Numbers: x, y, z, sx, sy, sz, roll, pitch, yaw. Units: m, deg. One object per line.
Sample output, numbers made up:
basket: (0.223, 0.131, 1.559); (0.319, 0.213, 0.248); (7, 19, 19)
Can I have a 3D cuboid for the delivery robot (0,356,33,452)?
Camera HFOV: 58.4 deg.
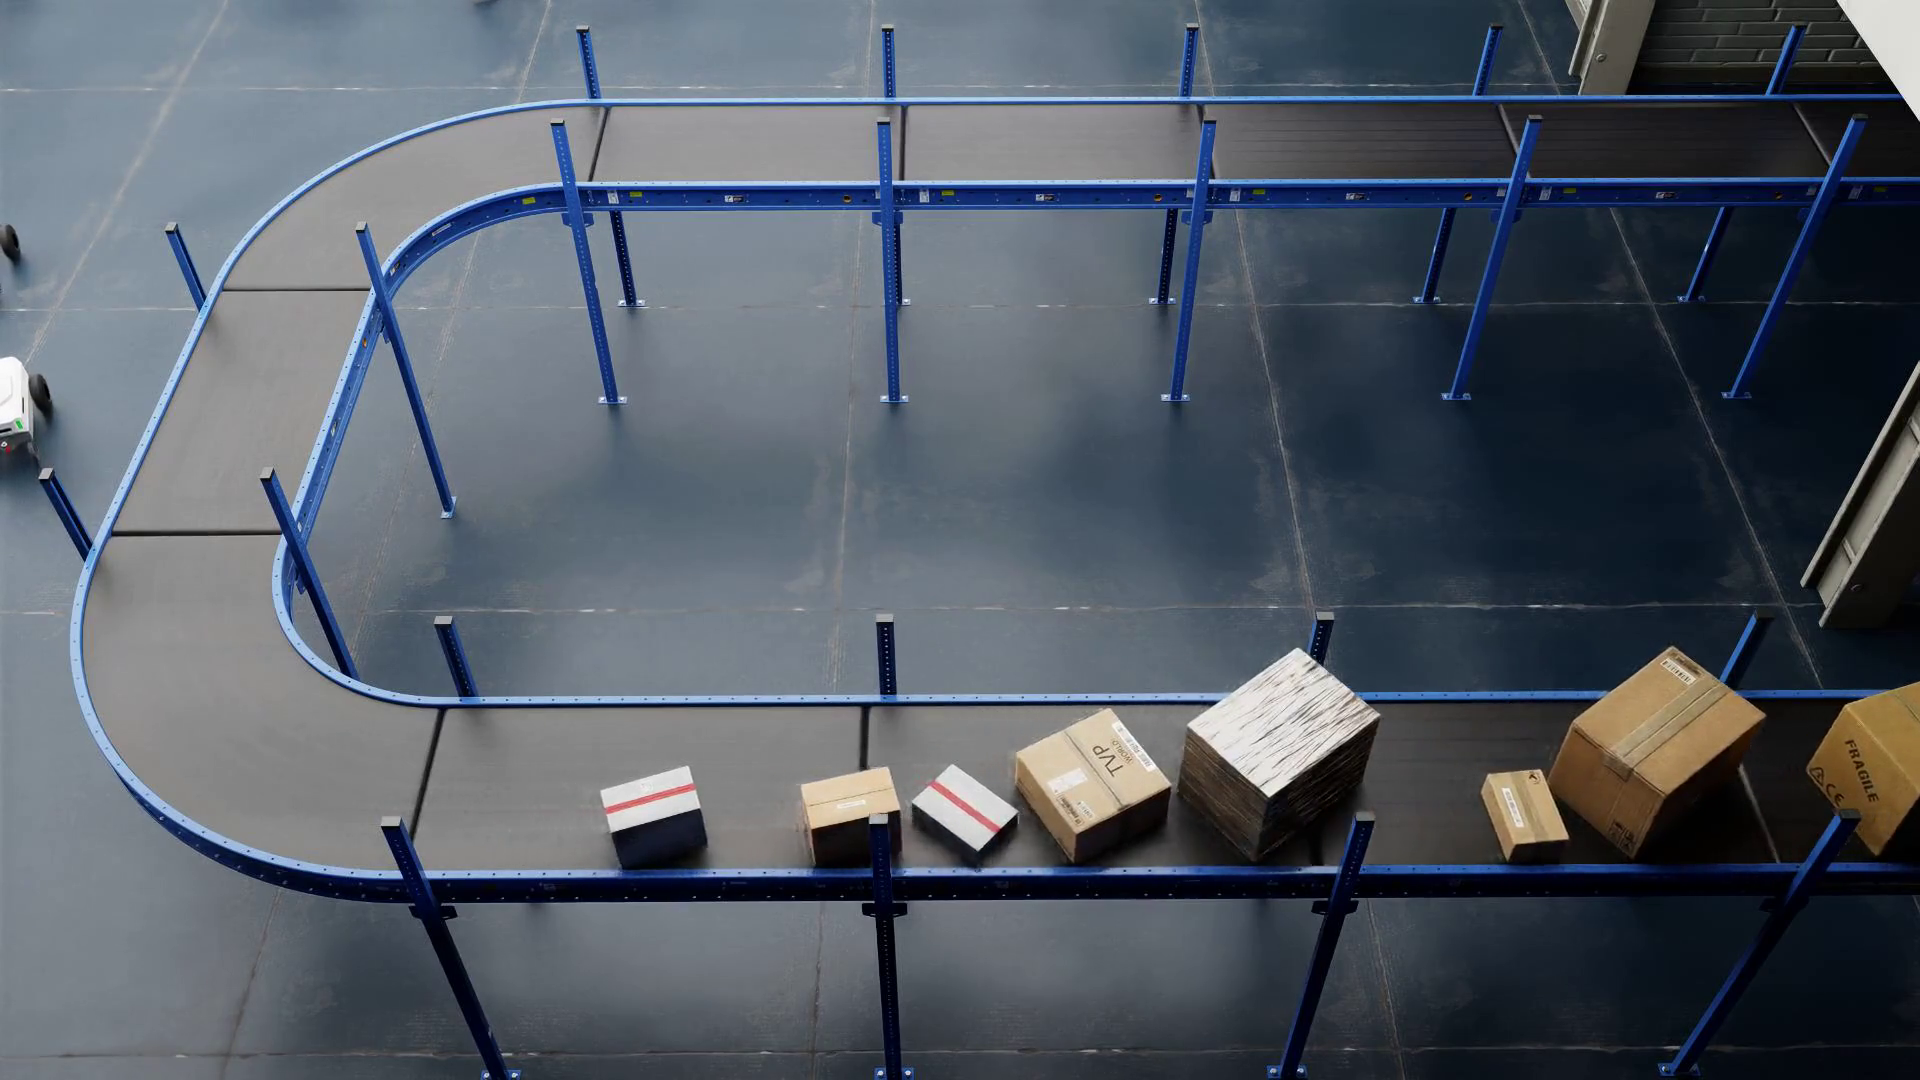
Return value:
delivery robot: (-6.559, -0.935, 11.723); (0.477, 0.478, 0.707); (-15, 49, -14)
